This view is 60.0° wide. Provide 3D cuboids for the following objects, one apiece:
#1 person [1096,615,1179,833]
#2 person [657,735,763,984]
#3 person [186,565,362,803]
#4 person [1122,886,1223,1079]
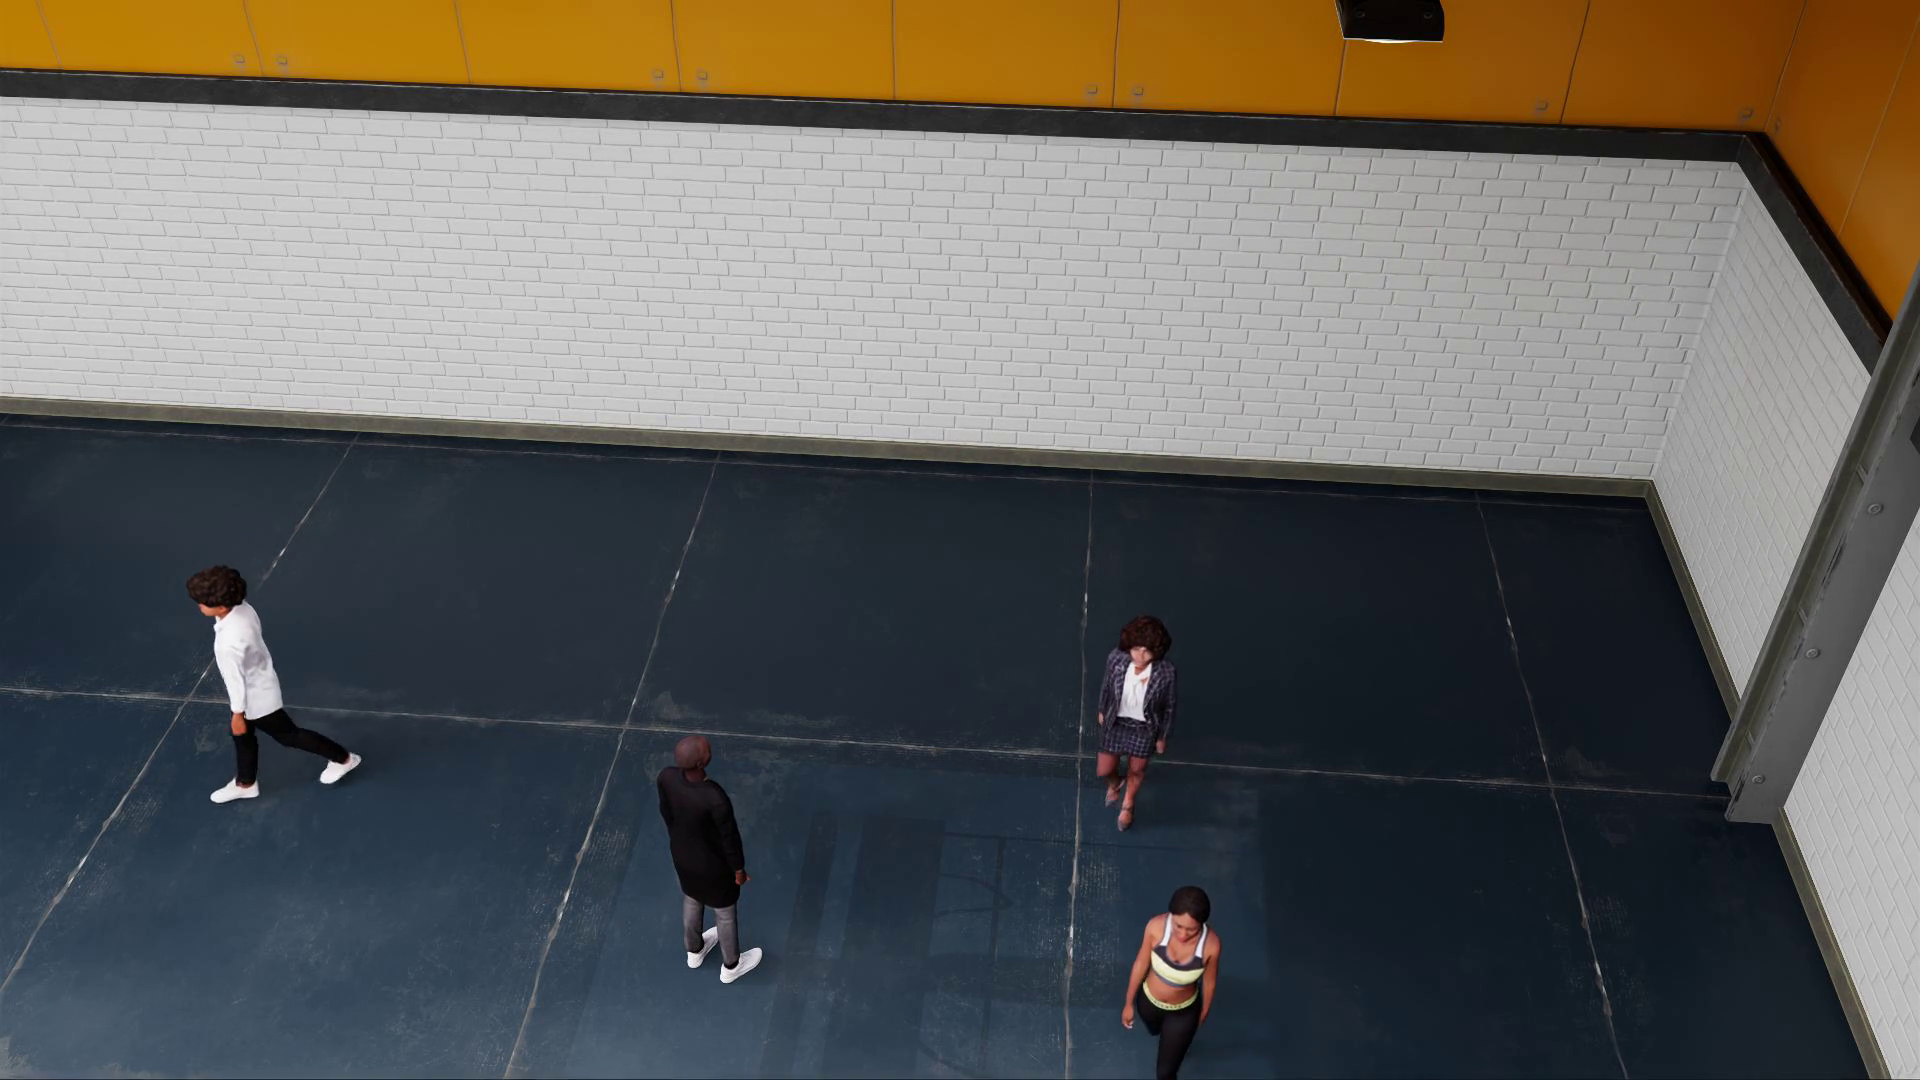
[{"bbox_3d":[1.040,1.048,9.874,0.688,1.686,0.667,13,40,16],"label":"person"},{"bbox_3d":[-1.387,1.711,8.984,0.730,1.761,0.717,21,43,24],"label":"person"},{"bbox_3d":[-4.159,0.890,10.005,1.023,1.771,1.177,-13,40,-15],"label":"person"},{"bbox_3d":[1.061,2.255,8.334,0.829,1.722,1.181,16,41,19],"label":"person"}]
